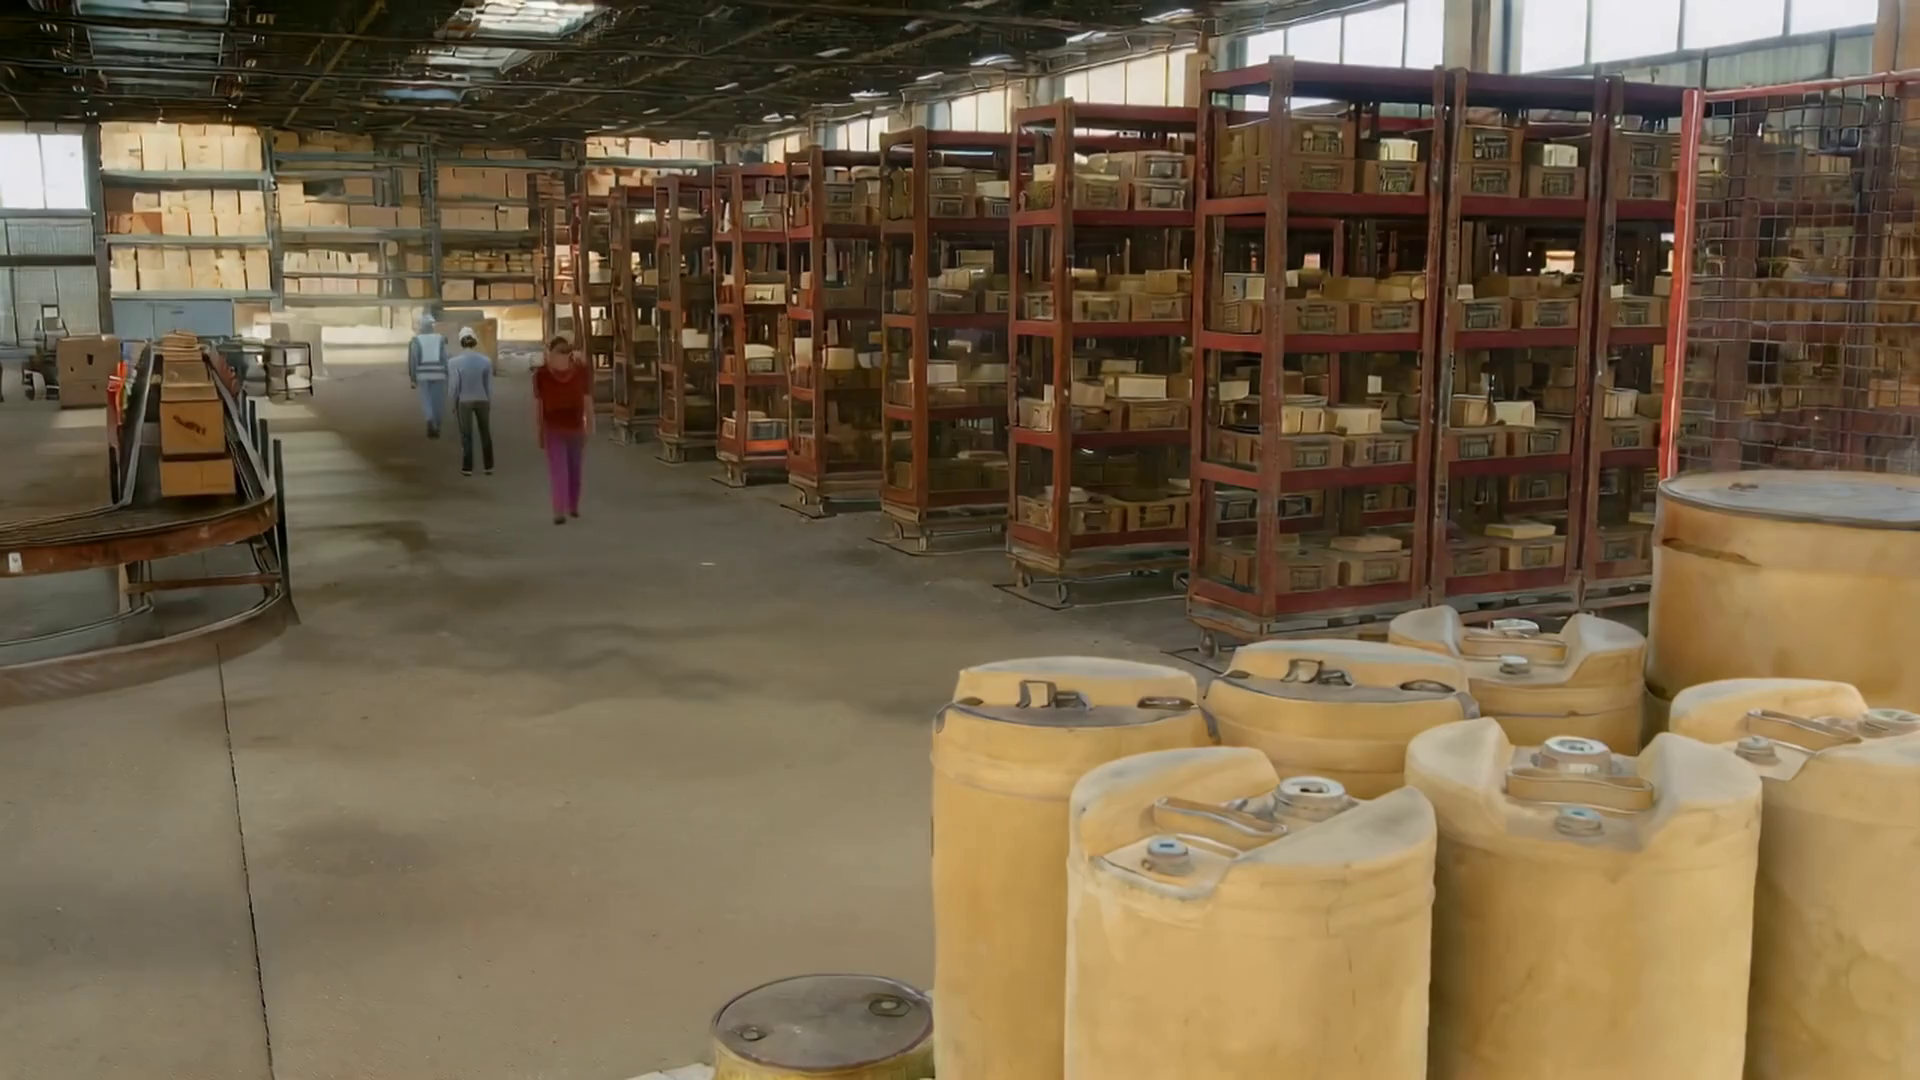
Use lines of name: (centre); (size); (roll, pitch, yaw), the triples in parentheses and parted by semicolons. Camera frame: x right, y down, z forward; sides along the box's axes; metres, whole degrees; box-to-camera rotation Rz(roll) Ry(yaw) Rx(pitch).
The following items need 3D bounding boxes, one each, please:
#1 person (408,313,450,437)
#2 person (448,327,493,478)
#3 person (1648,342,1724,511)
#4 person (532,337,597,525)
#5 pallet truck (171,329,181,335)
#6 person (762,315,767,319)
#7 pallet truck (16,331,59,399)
person: (-7.654, -2.366, 24.062); (0.602, 1.810, 0.654); (-5, 10, -26)
person: (-5.754, -1.617, 19.573); (0.533, 1.765, 0.329); (-7, 11, -37)
person: (6.865, -1.077, 15.628); (0.636, 1.952, 0.928); (-5, 10, -27)
person: (-3.816, -1.065, 16.070); (0.572, 1.795, 0.988); (-3, 10, -17)
pallet truck: (-17.275, -3.851, 35.096); (1.601, 1.201, 0.680); (0, 9, 1)
person: (-4.620, -4.778, 39.628); (0.327, 1.626, 0.527); (-5, 11, -29)
pallet truck: (-17.082, -3.353, 31.781); (1.630, 1.274, 0.653); (-4, 10, -25)
